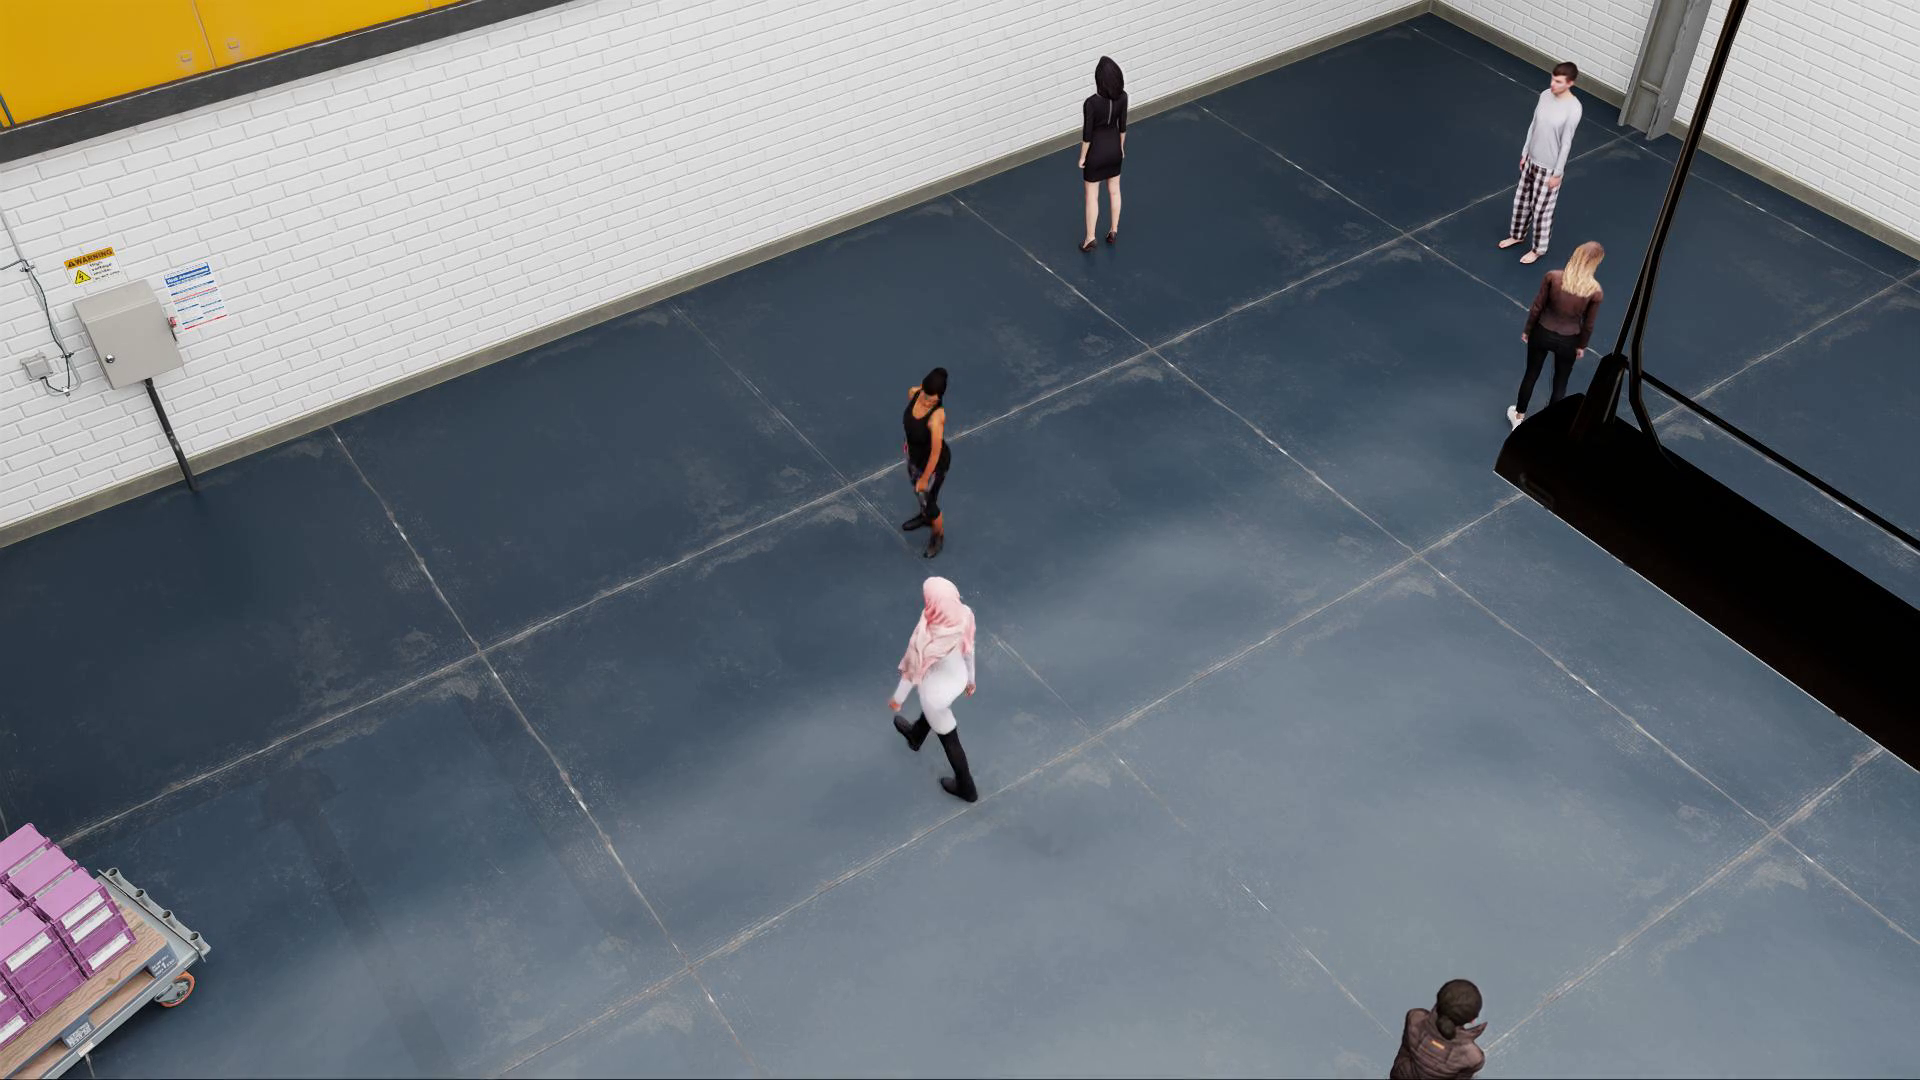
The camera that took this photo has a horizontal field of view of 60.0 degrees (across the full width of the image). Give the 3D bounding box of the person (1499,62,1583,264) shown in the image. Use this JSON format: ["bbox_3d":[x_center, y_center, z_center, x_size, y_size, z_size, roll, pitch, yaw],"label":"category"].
[{"bbox_3d":[5.023,-3.251,14.254,0.709,1.842,0.541,-19,47,-19],"label":"person"}]

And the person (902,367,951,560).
[{"bbox_3d":[-0.207,-0.573,11.587,0.724,1.645,0.529,-9,44,-9],"label":"person"}]

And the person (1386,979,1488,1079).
[{"bbox_3d":[2.276,2.685,8.155,0.633,1.660,0.702,10,45,10],"label":"person"}]

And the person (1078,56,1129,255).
[{"bbox_3d":[1.230,-3.295,14.327,0.618,1.806,0.547,-18,47,-18],"label":"person"}]

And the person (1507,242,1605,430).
[{"bbox_3d":[4.471,-1.519,12.544,0.637,1.695,0.796,14,45,14],"label":"person"}]

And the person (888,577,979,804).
[{"bbox_3d":[-0.042,0.948,9.895,1.081,1.776,0.795,31,52,28],"label":"person"}]
